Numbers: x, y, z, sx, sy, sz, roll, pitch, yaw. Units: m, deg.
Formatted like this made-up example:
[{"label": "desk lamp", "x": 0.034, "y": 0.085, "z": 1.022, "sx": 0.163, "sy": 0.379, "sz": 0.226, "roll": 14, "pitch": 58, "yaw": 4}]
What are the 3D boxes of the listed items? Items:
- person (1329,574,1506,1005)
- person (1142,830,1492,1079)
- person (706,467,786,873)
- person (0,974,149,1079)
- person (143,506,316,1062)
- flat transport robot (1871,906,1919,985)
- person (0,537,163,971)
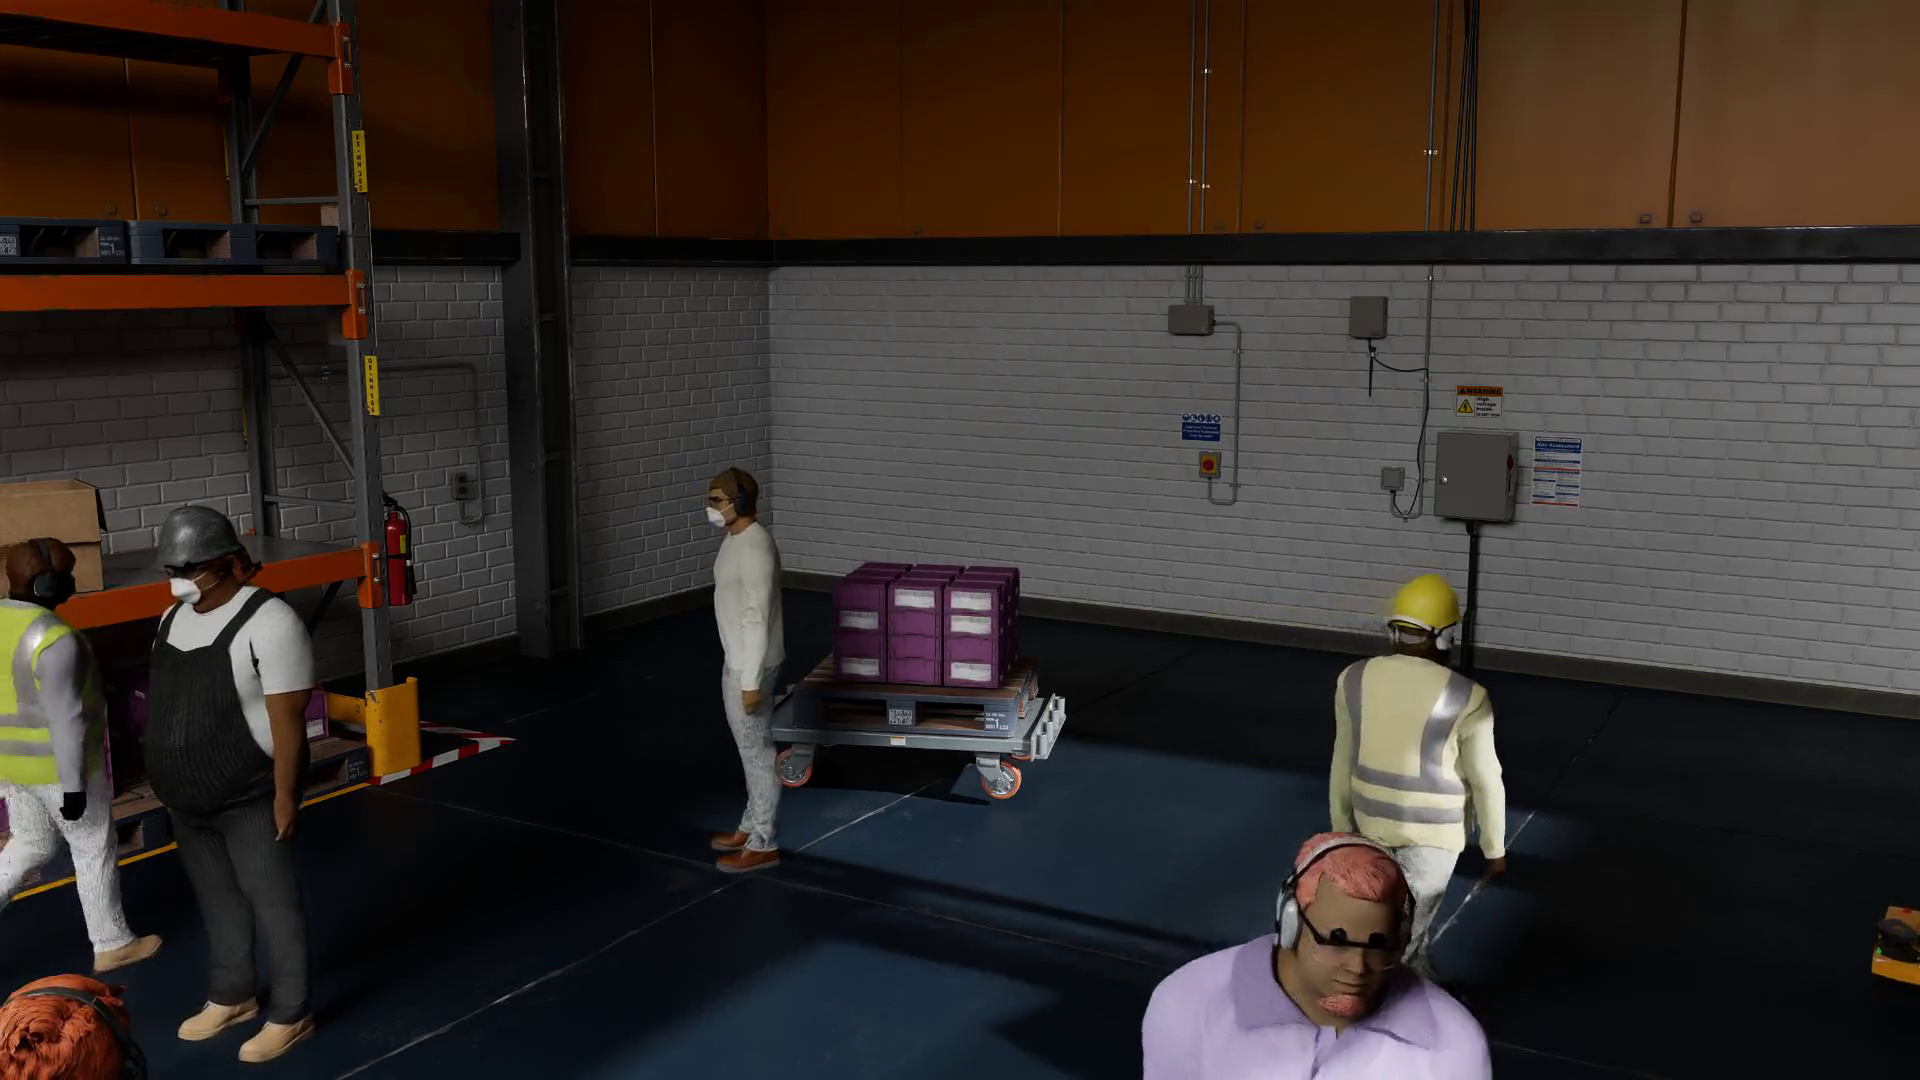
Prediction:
[{"label": "person", "x": 1.641, "y": 1.007, "z": 5.962, "sx": 0.951, "sy": 1.784, "sz": 0.605, "roll": -9, "pitch": 13, "yaw": -43}, {"label": "person", "x": 0.617, "y": 1.415, "z": 3.079, "sx": 0.673, "sy": 1.883, "sz": 0.508, "roll": 1, "pitch": 9, "yaw": 9}, {"label": "person", "x": -1.021, "y": 0.609, "z": 7.976, "sx": 0.366, "sy": 1.932, "sz": 0.631, "roll": -2, "pitch": 9, "yaw": -12}, {"label": "person", "x": -1.222, "y": 1.528, "z": 2.373, "sx": 0.583, "sy": 1.882, "sz": 0.350, "roll": -3, "pitch": 9, "yaw": -16}, {"label": "person", "x": -2.691, "y": 0.860, "z": 6.056, "sx": 0.690, "sy": 2.000, "sz": 0.535, "roll": 4, "pitch": 10, "yaw": 26}, {"label": "flat transport robot", "x": 4.424, "y": 1.667, "z": 6.520, "sx": 1.431, "sy": 0.197, "sz": 0.652, "roll": 6, "pitch": 11, "yaw": 34}, {"label": "person", "x": -3.657, "y": 0.891, "z": 6.570, "sx": 0.630, "sy": 1.817, "sz": 0.772, "roll": 5, "pitch": 10, "yaw": 29}]
